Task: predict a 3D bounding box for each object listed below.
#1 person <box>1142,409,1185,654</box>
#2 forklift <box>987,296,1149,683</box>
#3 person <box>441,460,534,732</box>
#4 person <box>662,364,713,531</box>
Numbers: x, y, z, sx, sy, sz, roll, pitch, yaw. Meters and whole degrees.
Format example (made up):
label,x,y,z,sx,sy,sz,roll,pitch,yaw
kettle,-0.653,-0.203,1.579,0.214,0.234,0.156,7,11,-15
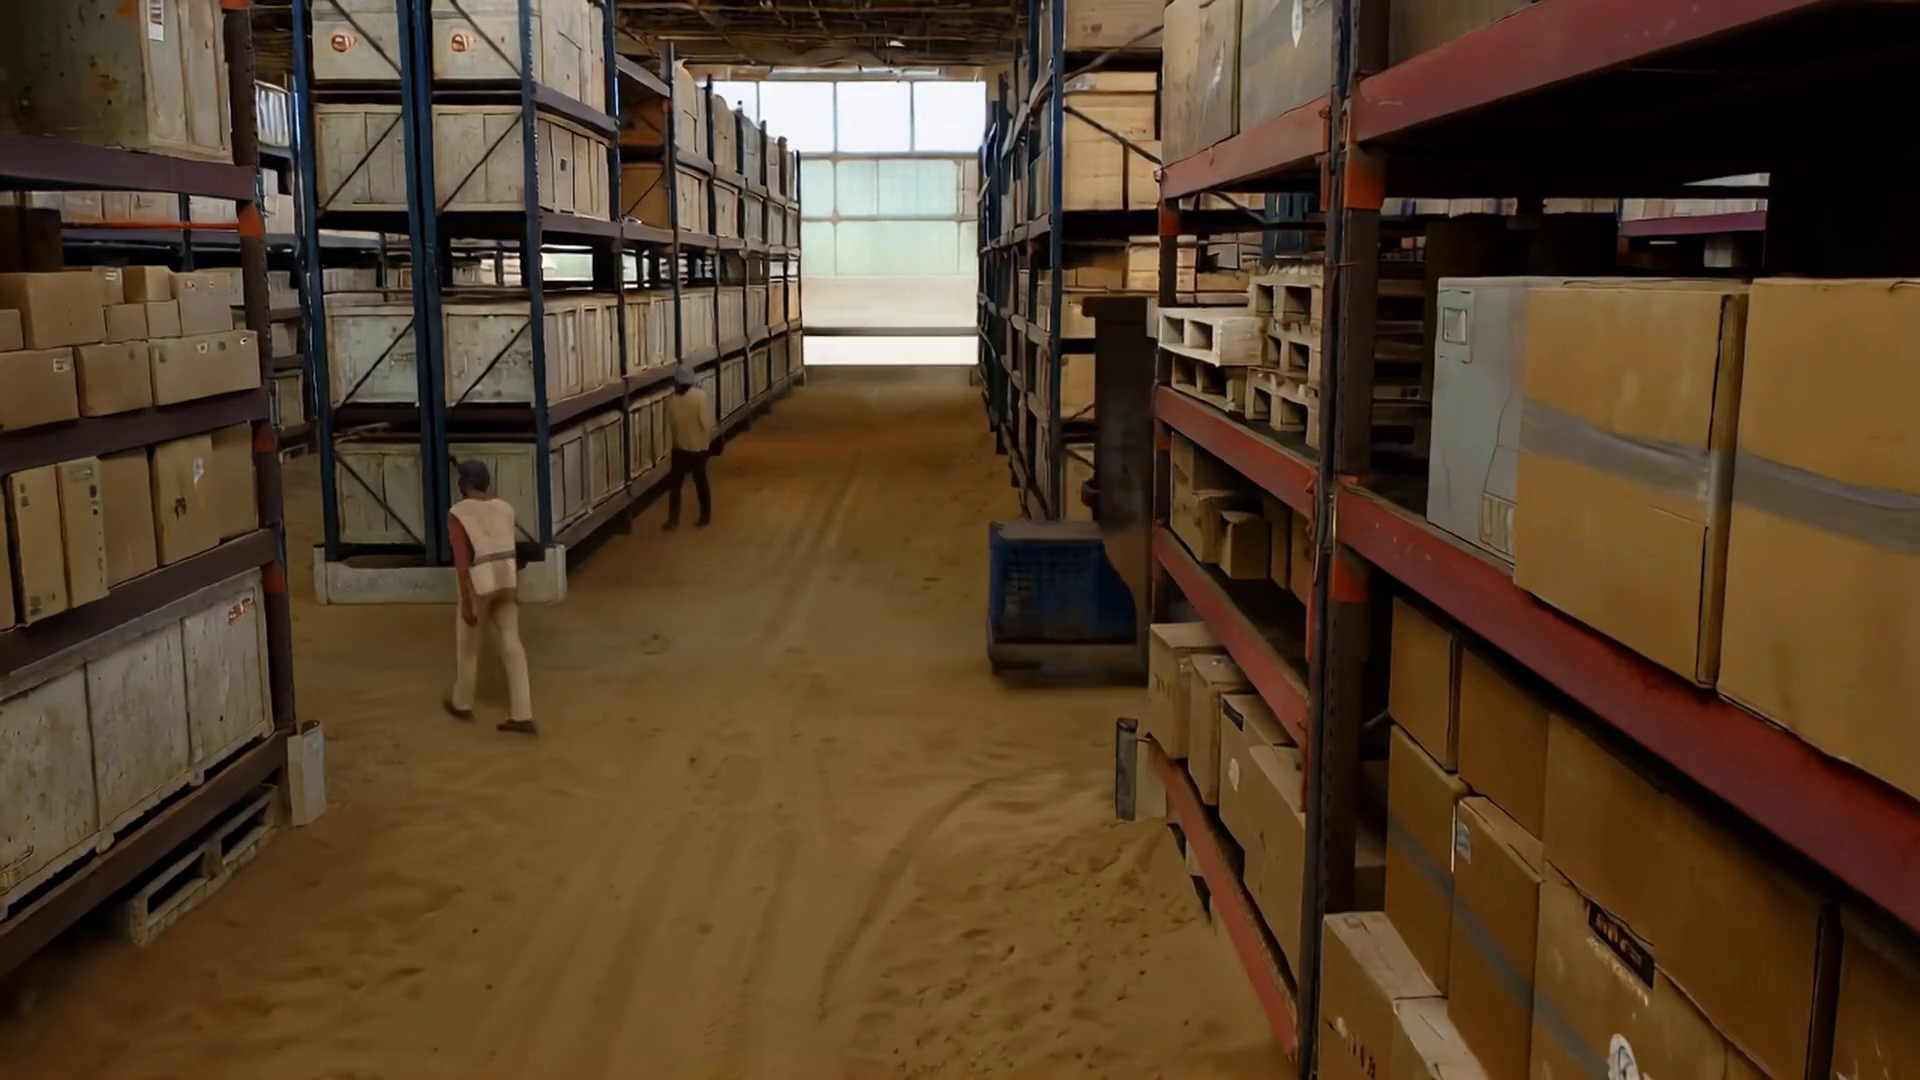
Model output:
label,x,y,z,sx,sy,sz,roll,pitch,yaw
person,1.542,-0.091,13.042,0.638,2.018,0.635,1,9,8
forklift,1.153,-0.413,12.391,1.873,2.768,1.129,0,9,-1
person,-3.152,0.365,11.003,0.967,1.765,0.574,7,11,36
person,-3.169,-1.067,19.254,0.642,1.933,0.962,4,10,22
